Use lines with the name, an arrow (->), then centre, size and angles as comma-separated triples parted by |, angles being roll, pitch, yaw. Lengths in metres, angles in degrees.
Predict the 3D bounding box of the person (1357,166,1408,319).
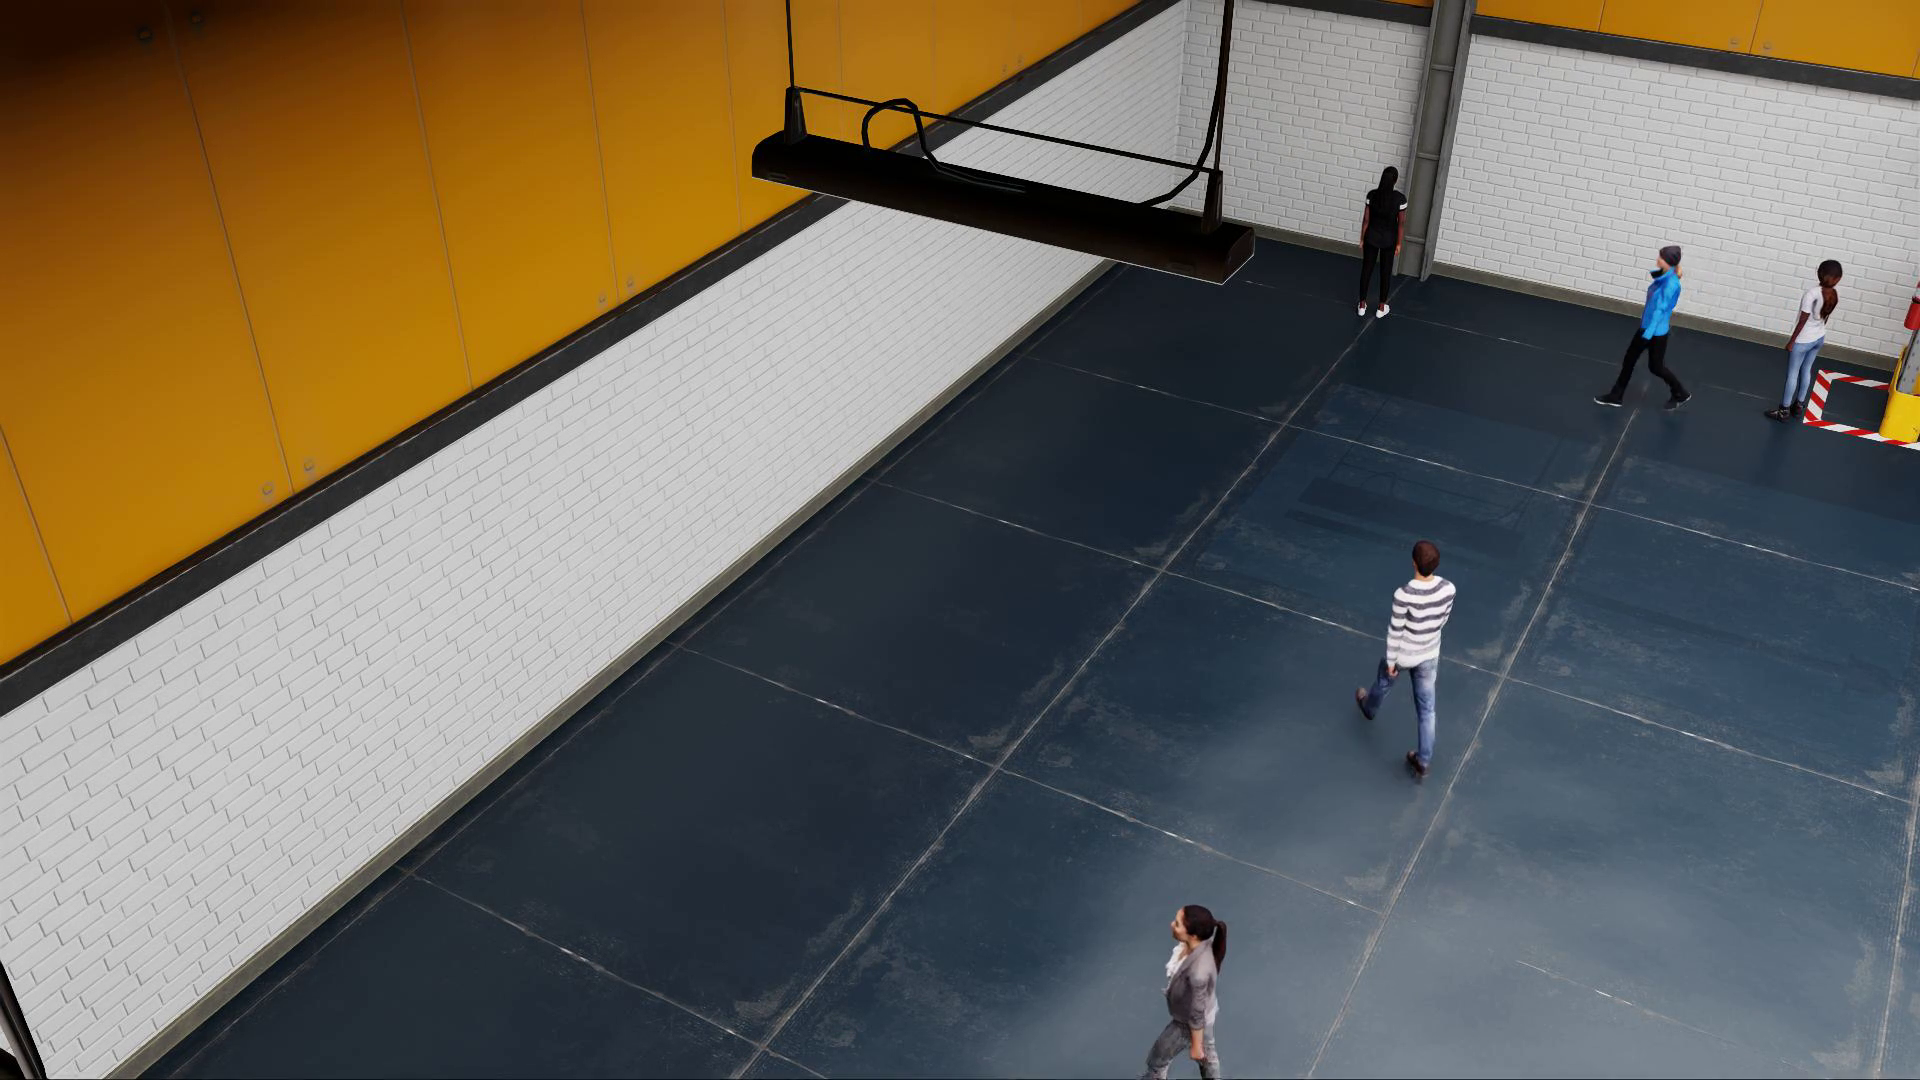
person -> 4.662, -3.317, 18.447 | 0.536, 1.729, 0.708 | 12, 35, 17

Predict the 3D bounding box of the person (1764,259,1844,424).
person -> 8.380, -1.977, 16.440 | 0.672, 1.719, 0.696 | -16, 37, -22

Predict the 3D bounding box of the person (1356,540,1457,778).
person -> 3.339, 0.887, 12.062 | 1.223, 1.796, 1.213 | -5, 34, -8

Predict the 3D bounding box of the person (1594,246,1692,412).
person -> 6.971, -2.040, 16.494 | 1.219, 1.764, 0.908 | 4, 34, 7

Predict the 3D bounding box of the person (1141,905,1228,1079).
person -> 1.398, 2.728, 9.426 | 1.012, 1.647, 0.823 | 7, 34, 10
